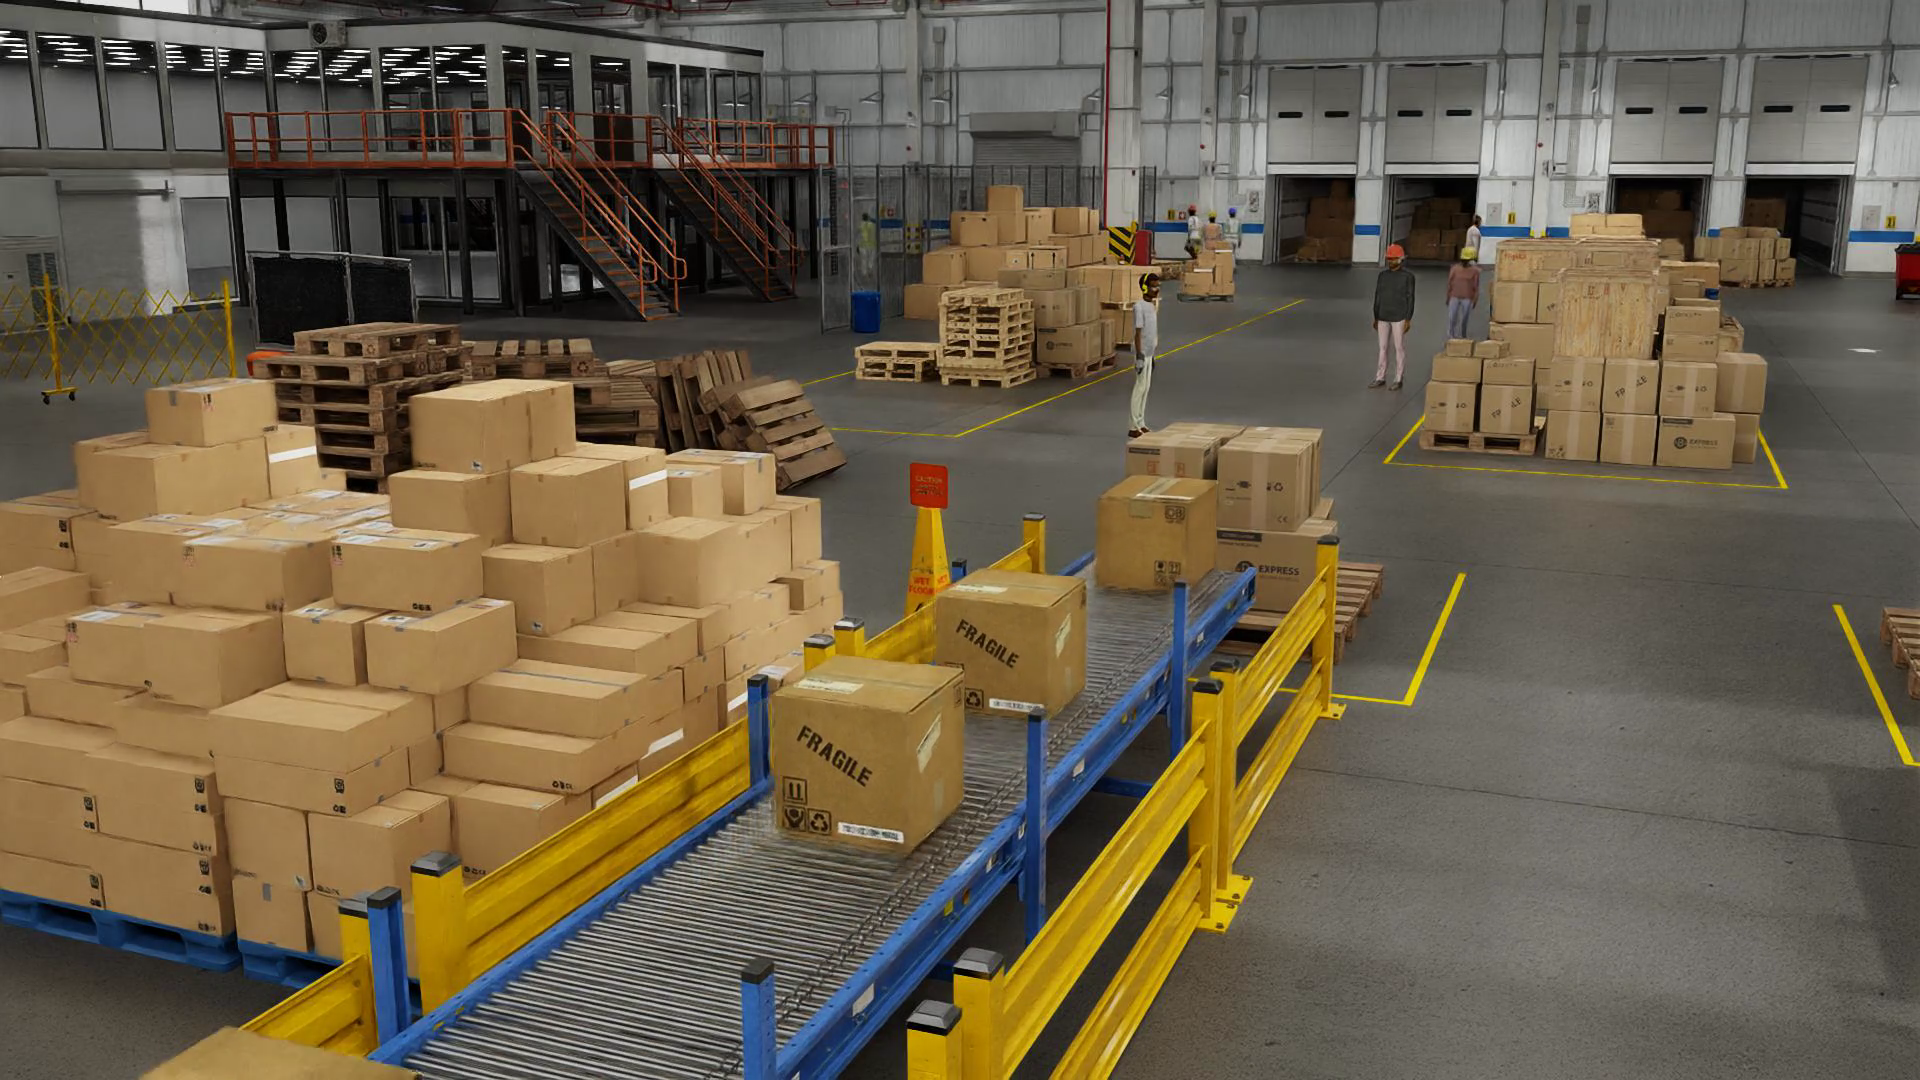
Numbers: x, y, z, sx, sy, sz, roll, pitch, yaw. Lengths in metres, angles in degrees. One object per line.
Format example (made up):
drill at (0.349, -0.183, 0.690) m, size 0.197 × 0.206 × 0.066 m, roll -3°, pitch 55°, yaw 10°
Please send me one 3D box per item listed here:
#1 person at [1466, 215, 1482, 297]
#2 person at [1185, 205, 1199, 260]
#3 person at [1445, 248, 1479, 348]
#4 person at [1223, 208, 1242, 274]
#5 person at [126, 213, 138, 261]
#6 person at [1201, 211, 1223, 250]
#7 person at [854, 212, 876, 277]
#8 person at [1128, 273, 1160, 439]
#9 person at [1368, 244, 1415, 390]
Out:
person at (12.260, -6.783, 39.742) m, size 0.373 × 1.941 × 0.627 m, roll 0°, pitch 13°, yaw 2°
person at (7.203, -9.390, 51.470) m, size 0.473 × 1.919 × 0.571 m, roll 8°, pitch 15°, yaw 31°
person at (8.399, -4.020, 27.852) m, size 0.536 × 1.702 × 0.929 m, roll 6°, pitch 14°, yaw 24°
person at (7.943, -8.737, 48.595) m, size 0.611 × 1.912 × 0.968 m, roll -5°, pitch 13°, yaw -20°
person at (-22.759, -8.081, 45.626) m, size 0.670 × 1.894 × 0.432 m, roll -1°, pitch 13°, yaw -5°
person at (6.855, -8.011, 45.366) m, size 0.590 × 1.895 × 0.922 m, roll 5°, pitch 14°, yaw 21°
person at (-2.647, -8.295, 46.763) m, size 0.646 × 1.831 × 0.508 m, roll -1°, pitch 13°, yaw -4°
person at (2.095, -2.077, 18.790) m, size 0.313 × 1.869 × 0.528 m, roll 5°, pitch 14°, yaw 22°
person at (5.965, -3.071, 22.964) m, size 0.381 × 1.994 × 0.620 m, roll -11°, pitch 17°, yaw -41°
